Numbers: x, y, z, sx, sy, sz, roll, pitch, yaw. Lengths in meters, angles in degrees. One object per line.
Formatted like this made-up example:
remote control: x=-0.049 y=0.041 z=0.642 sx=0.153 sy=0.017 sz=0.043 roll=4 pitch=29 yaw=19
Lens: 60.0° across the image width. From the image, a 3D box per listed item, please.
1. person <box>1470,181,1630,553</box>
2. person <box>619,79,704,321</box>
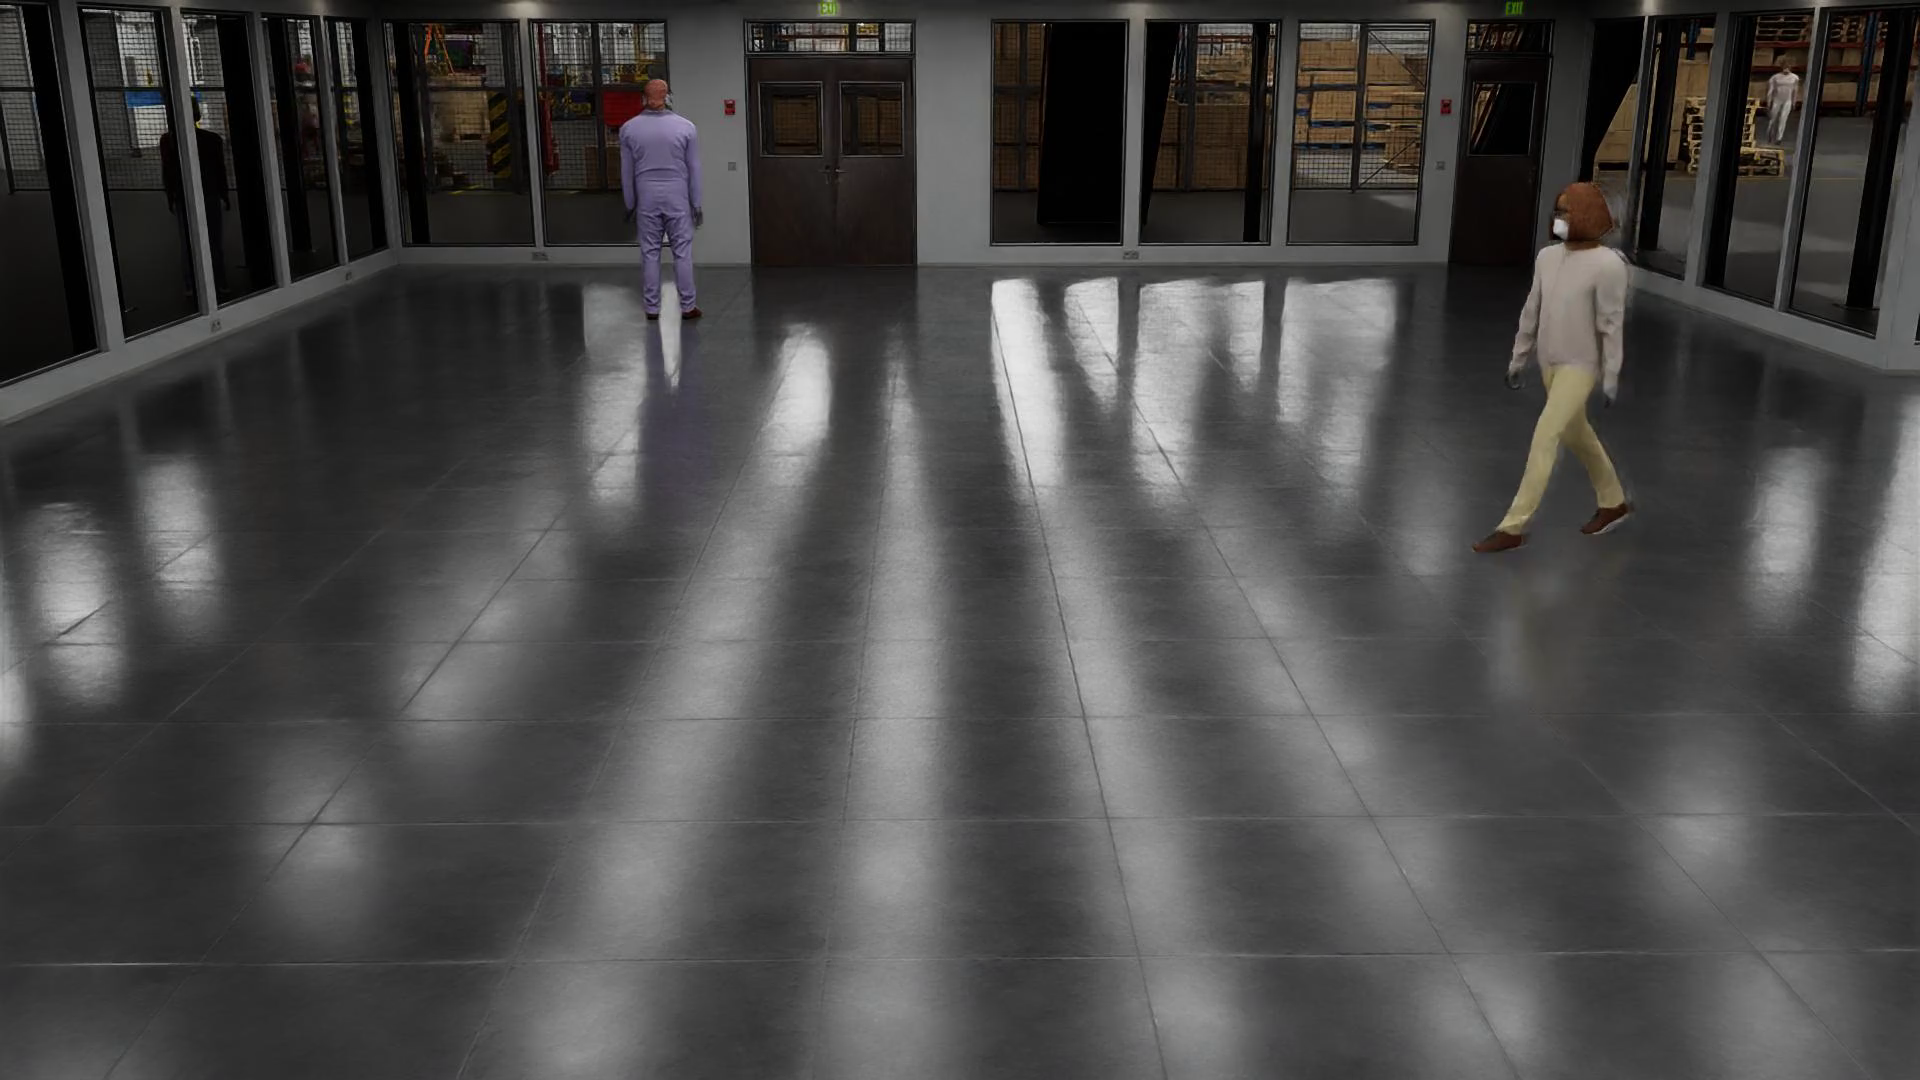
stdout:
person: x=2.656 y=-0.750 z=7.228 sx=0.873 sy=1.597 sz=0.508 roll=-5 pitch=17 yaw=-17
person: x=-2.391 y=-2.720 z=13.385 sx=0.679 sy=1.900 sz=0.403 roll=-1 pitch=16 yaw=-4
